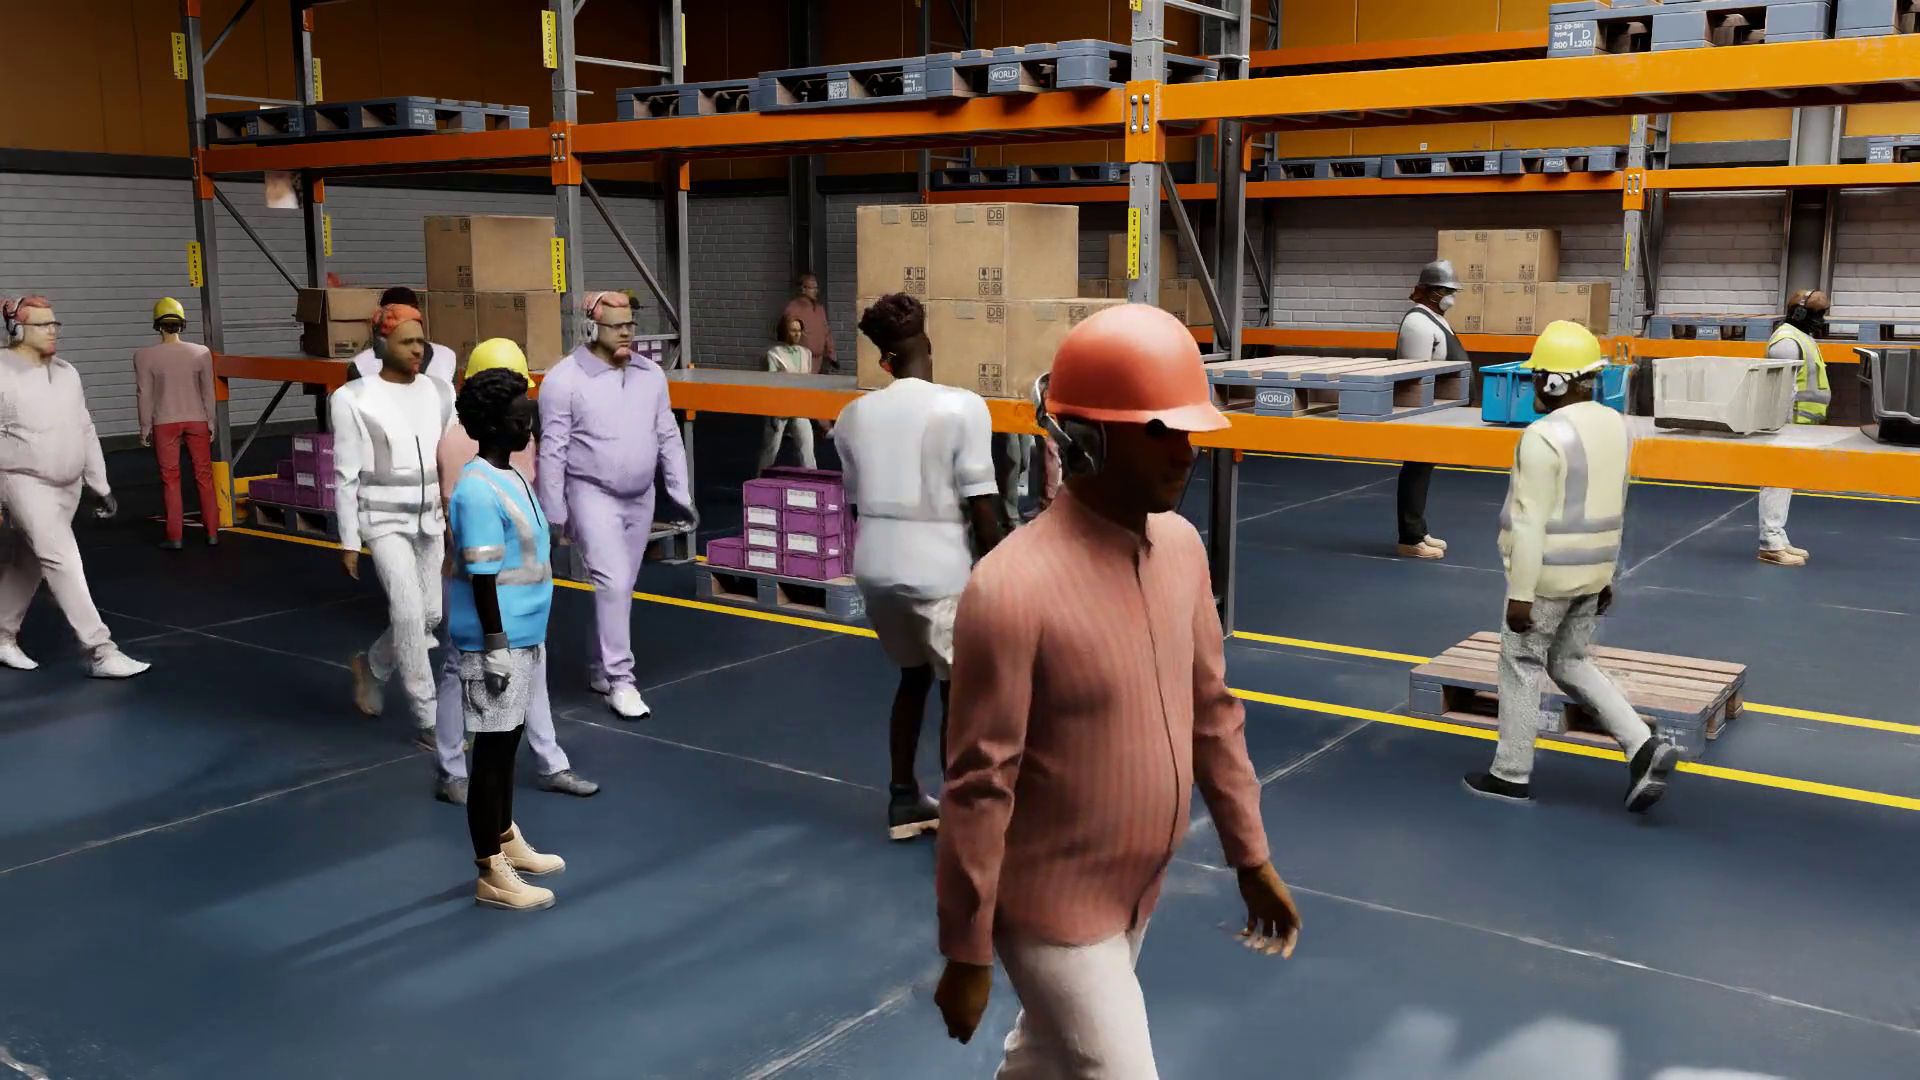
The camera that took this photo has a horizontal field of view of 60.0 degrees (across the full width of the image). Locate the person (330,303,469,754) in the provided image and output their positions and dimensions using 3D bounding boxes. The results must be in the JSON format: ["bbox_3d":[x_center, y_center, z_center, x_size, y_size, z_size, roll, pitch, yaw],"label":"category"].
[{"bbox_3d":[-2.364,-0.063,6.979,0.831,1.859,0.584,7,12,38],"label":"person"}]

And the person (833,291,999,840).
[{"bbox_3d":[-0.133,0.120,5.684,0.646,1.921,0.432,7,12,35],"label":"person"}]

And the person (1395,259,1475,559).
[{"bbox_3d":[3.249,-0.901,11.405,0.535,2.000,0.684,4,10,21],"label":"person"}]

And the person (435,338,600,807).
[{"bbox_3d":[-1.703,0.130,6.156,0.456,1.759,0.531,4,10,24],"label":"person"}]

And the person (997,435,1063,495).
[{"bbox_3d":[0.612,-1.285,14.230,0.560,1.860,0.533,0,10,-2],"label":"person"}]

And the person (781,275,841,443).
[{"bbox_3d":[-1.641,-2.016,18.580,0.990,1.853,0.661,6,11,31],"label":"person"}]

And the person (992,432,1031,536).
[{"bbox_3d":[0.324,-0.976,12.325,0.723,1.889,0.598,8,12,39],"label":"person"}]

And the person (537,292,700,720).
[{"bbox_3d":[-1.479,-0.158,7.448,0.797,1.876,0.662,8,12,39],"label":"person"}]

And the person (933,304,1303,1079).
[{"bbox_3d":[0.313,0.601,2.740,0.989,1.947,0.635,6,11,32],"label":"person"}]

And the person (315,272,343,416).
[{"bbox_3d":[-6.007,-1.586,15.865,0.559,1.906,0.793,8,12,40],"label":"person"}]

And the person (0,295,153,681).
[{"bbox_3d":[-4.427,-0.245,8.052,1.006,1.857,0.654,2,10,10],"label":"person"}]

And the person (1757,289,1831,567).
[{"bbox_3d":[5.577,-0.754,11.146,0.430,1.836,0.624,6,12,34],"label":"person"}]

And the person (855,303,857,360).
[{"bbox_3d":[-0.728,-1.359,14.767,0.585,1.826,0.527,2,10,9],"label":"person"}]

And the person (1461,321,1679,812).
[{"bbox_3d":[2.217,0.119,6.021,0.595,1.814,0.696,-8,12,-38],"label":"person"}]

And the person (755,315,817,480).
[{"bbox_3d":[-1.401,-1.031,13.508,0.536,1.590,0.885,-9,13,-44],"label":"person"}]

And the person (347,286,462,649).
[{"bbox_3d":[-2.944,-0.398,8.841,0.601,1.895,0.649,-9,13,-44],"label":"person"}]

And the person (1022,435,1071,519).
[{"bbox_3d":[0.725,-1.108,13.057,0.409,1.903,0.639,9,13,43],"label":"person"}]

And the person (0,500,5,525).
[{"bbox_3d":[-7.561,-1.006,12.622,0.636,1.842,0.429,5,11,28],"label":"person"}]

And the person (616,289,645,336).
[{"bbox_3d":[-3.808,-2.059,19.301,0.589,1.695,0.531,2,10,11],"label":"person"}]

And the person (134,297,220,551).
[{"bbox_3d":[-5.476,-0.804,11.644,0.524,1.769,0.325,-8,12,-40],"label":"person"}]

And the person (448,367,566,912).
[{"bbox_3d":[-1.438,0.304,5.246,0.318,1.699,0.534,-1,10,-6],"label":"person"}]
